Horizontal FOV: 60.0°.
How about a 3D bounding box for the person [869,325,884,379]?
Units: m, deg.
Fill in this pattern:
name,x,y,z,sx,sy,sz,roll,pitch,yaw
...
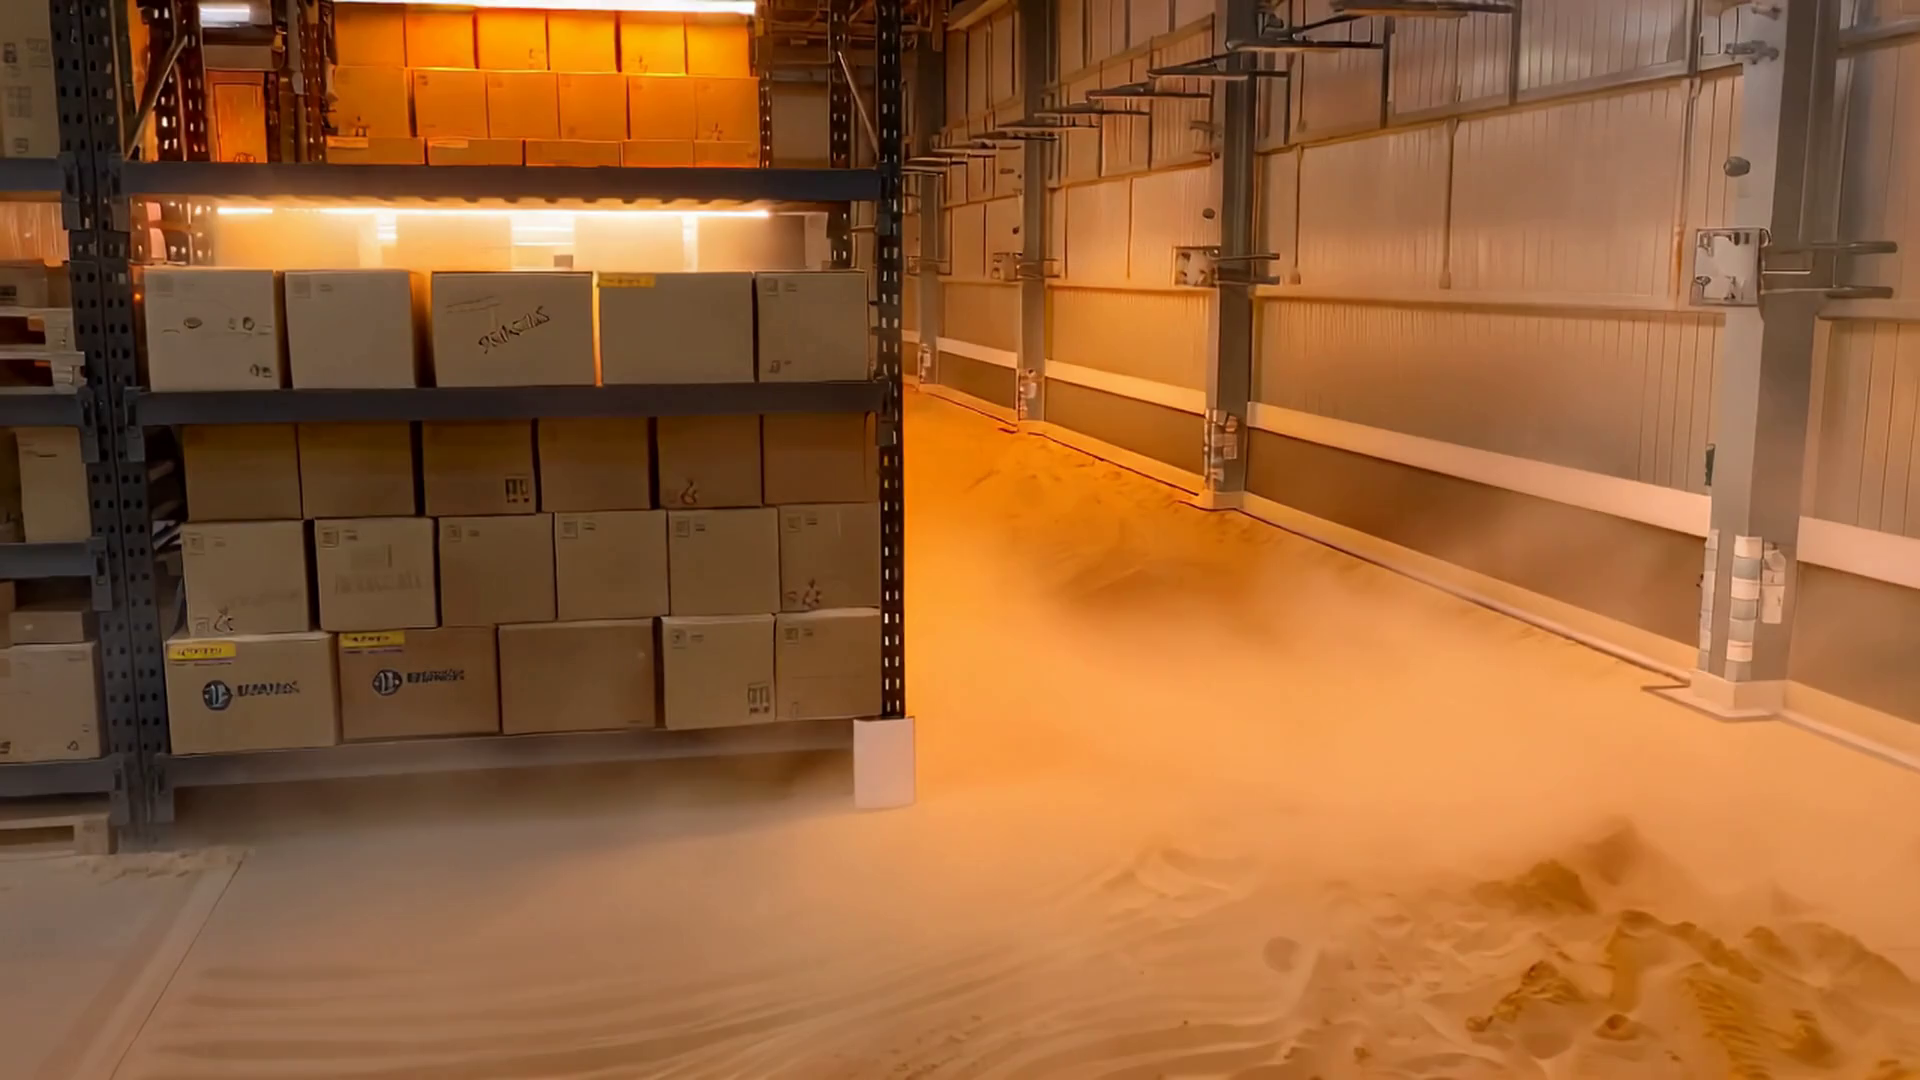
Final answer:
name,x,y,z,sx,sy,sz,roll,pitch,yaw
person,-1.992,-4.092,38.310,0.566,1.714,0.879,-2,10,-12
